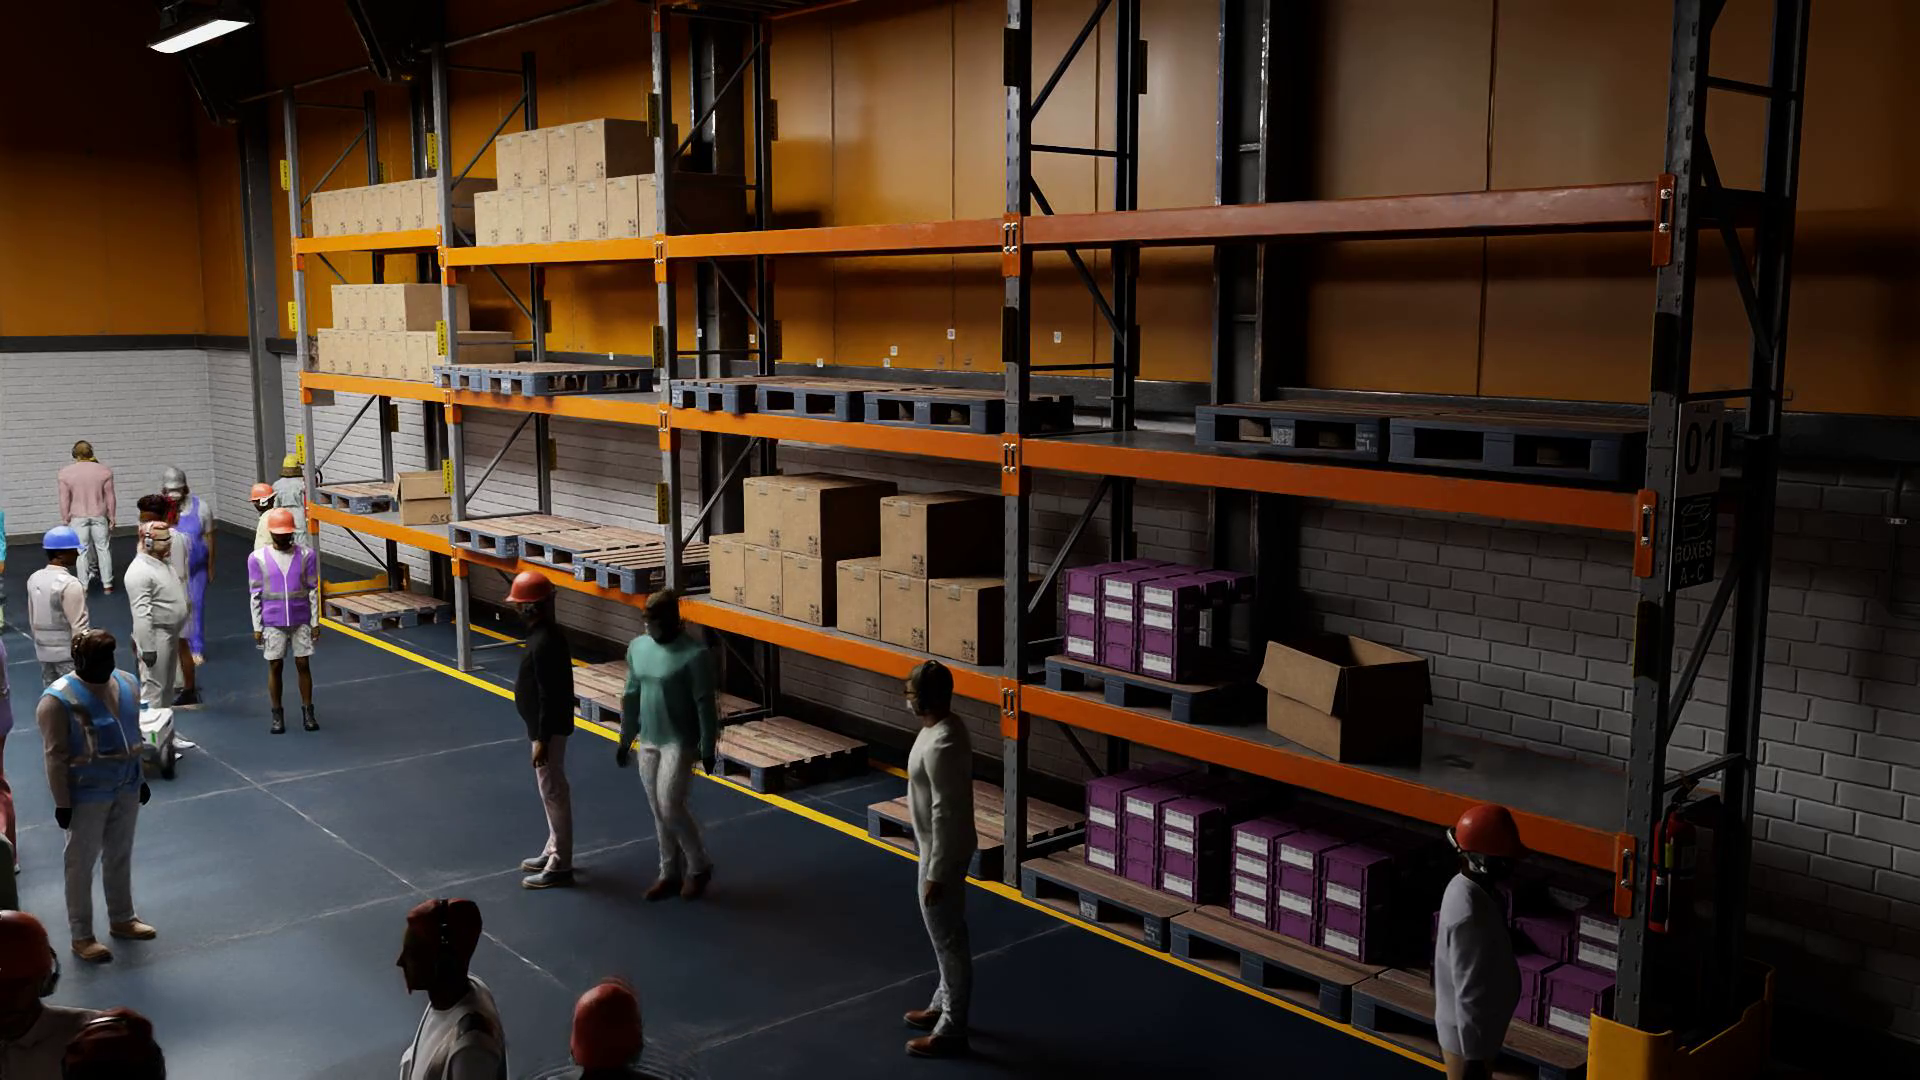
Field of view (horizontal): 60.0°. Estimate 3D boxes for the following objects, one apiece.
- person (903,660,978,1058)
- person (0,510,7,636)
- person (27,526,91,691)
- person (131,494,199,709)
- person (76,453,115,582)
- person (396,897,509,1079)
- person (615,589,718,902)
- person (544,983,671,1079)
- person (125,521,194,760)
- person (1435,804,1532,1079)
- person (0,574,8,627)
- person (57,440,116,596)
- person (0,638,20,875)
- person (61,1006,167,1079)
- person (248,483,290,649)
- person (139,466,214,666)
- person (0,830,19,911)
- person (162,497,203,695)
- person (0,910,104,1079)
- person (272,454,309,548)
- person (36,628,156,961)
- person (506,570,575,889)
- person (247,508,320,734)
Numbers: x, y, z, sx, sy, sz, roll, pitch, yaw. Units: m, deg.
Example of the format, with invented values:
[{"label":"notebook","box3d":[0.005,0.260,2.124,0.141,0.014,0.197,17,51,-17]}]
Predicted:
[{"label":"person","box3d":[-0.100,1.532,8.061,0.376,1.937,0.629,0,8,0]},{"label":"person","box3d":[-10.655,0.193,18.039,0.563,1.743,0.350,-2,8,-13]},{"label":"person","box3d":[-6.819,0.862,12.680,0.616,1.943,0.386,5,10,31]},{"label":"person","box3d":[-7.192,0.559,14.774,0.805,1.937,0.644,1,8,8]},{"label":"person","box3d":[-11.287,-0.318,21.635,0.490,1.730,0.321,1,8,6]},{"label":"person","box3d":[-1.524,1.992,5.049,0.355,1.883,0.573,-4,9,-23]},{"label":"person","box3d":[-1.783,1.244,10.095,0.645,1.923,0.420,6,10,35]},{"label":"person","box3d":[-1.042,2.102,4.910,0.563,1.705,0.915,0,8,1]},{"label":"person","box3d":[-6.381,0.794,13.295,0.403,1.906,0.651,-1,8,-9]},{"label":"person","box3d":[1.990,1.863,6.389,0.331,1.750,0.573,3,9,18]},{"label":"person","box3d":[-9.581,0.519,16.163,0.533,1.619,0.583,2,8,14]},{"label":"person","box3d":[-10.770,-0.267,20.554,0.632,1.940,0.372,-5,10,-34]},{"label":"person","box3d":[-6.179,1.187,10.487,0.363,1.928,0.587,-6,10,-35]},{"label":"person","box3d":[-2.122,2.102,4.316,0.575,1.878,0.352,-1,8,-7]},{"label":"person","box3d":[-7.285,0.269,17.536,0.353,1.737,0.570,-2,8,-13]},{"label":"person","box3d":[-7.899,0.220,16.816,0.693,2.000,0.846,-4,9,-25]},{"label":"person","box3d":[-4.007,1.732,6.625,0.614,1.947,0.389,3,9,23]},{"label":"person","box3d":[-7.360,0.518,15.457,0.561,1.836,0.392,6,10,35]},{"label":"person","box3d":[-2.619,1.991,4.707,0.620,1.986,0.408,-4,9,-24]},{"label":"person","box3d":[-8.294,-0.195,20.726,0.490,1.743,0.324,0,8,2]},{"label":"person","box3d":[-4.804,1.397,9.323,0.430,1.843,0.625,3,9,21]},{"label":"person","box3d":[-2.599,1.172,10.371,0.392,1.991,0.612,-2,8,-11]},{"label":"person","box3d":[-5.685,0.679,14.038,0.546,1.927,0.392,-4,9,-28]}]
